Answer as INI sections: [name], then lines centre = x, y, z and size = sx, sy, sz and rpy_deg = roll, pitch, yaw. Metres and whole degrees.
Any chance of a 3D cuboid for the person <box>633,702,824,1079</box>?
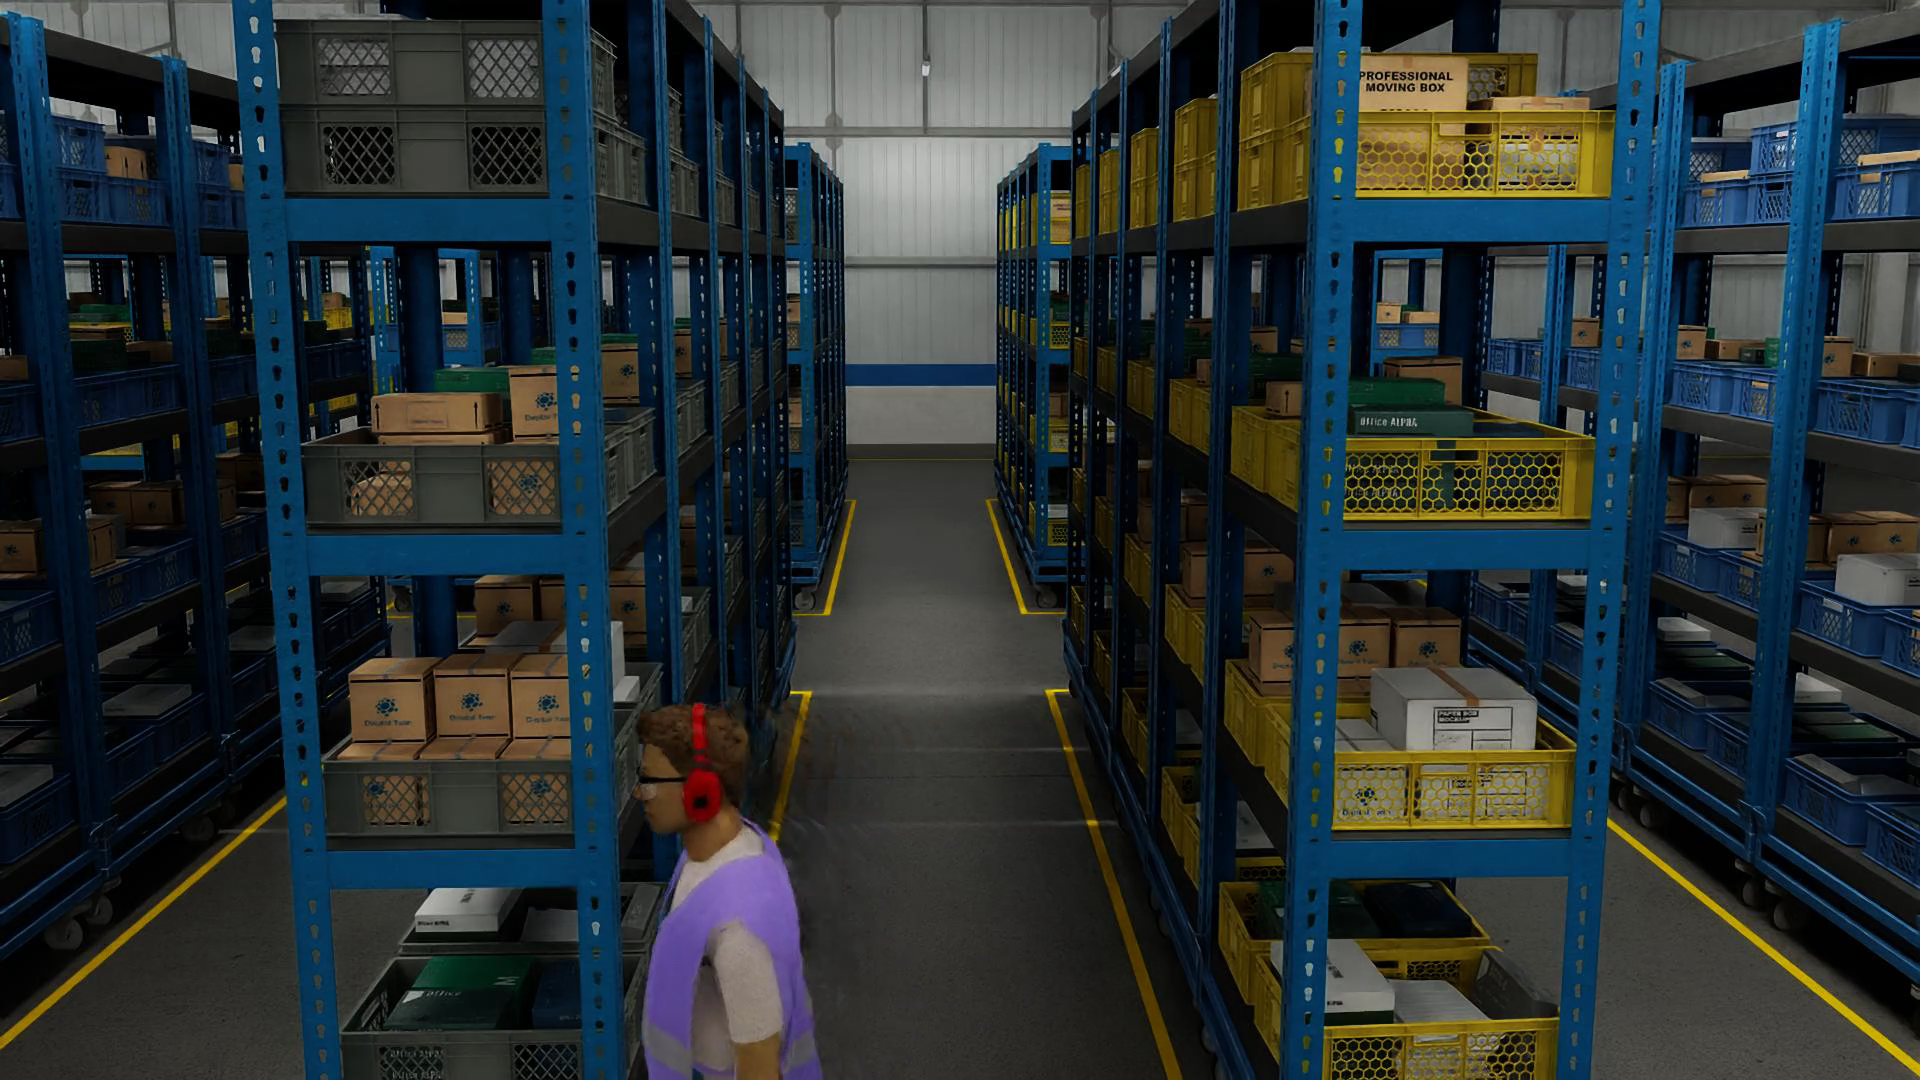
[person]
centre = -0.561, 1.222, 3.423
size = 0.605, 1.822, 0.577
rpy_deg = -1, 9, -6
